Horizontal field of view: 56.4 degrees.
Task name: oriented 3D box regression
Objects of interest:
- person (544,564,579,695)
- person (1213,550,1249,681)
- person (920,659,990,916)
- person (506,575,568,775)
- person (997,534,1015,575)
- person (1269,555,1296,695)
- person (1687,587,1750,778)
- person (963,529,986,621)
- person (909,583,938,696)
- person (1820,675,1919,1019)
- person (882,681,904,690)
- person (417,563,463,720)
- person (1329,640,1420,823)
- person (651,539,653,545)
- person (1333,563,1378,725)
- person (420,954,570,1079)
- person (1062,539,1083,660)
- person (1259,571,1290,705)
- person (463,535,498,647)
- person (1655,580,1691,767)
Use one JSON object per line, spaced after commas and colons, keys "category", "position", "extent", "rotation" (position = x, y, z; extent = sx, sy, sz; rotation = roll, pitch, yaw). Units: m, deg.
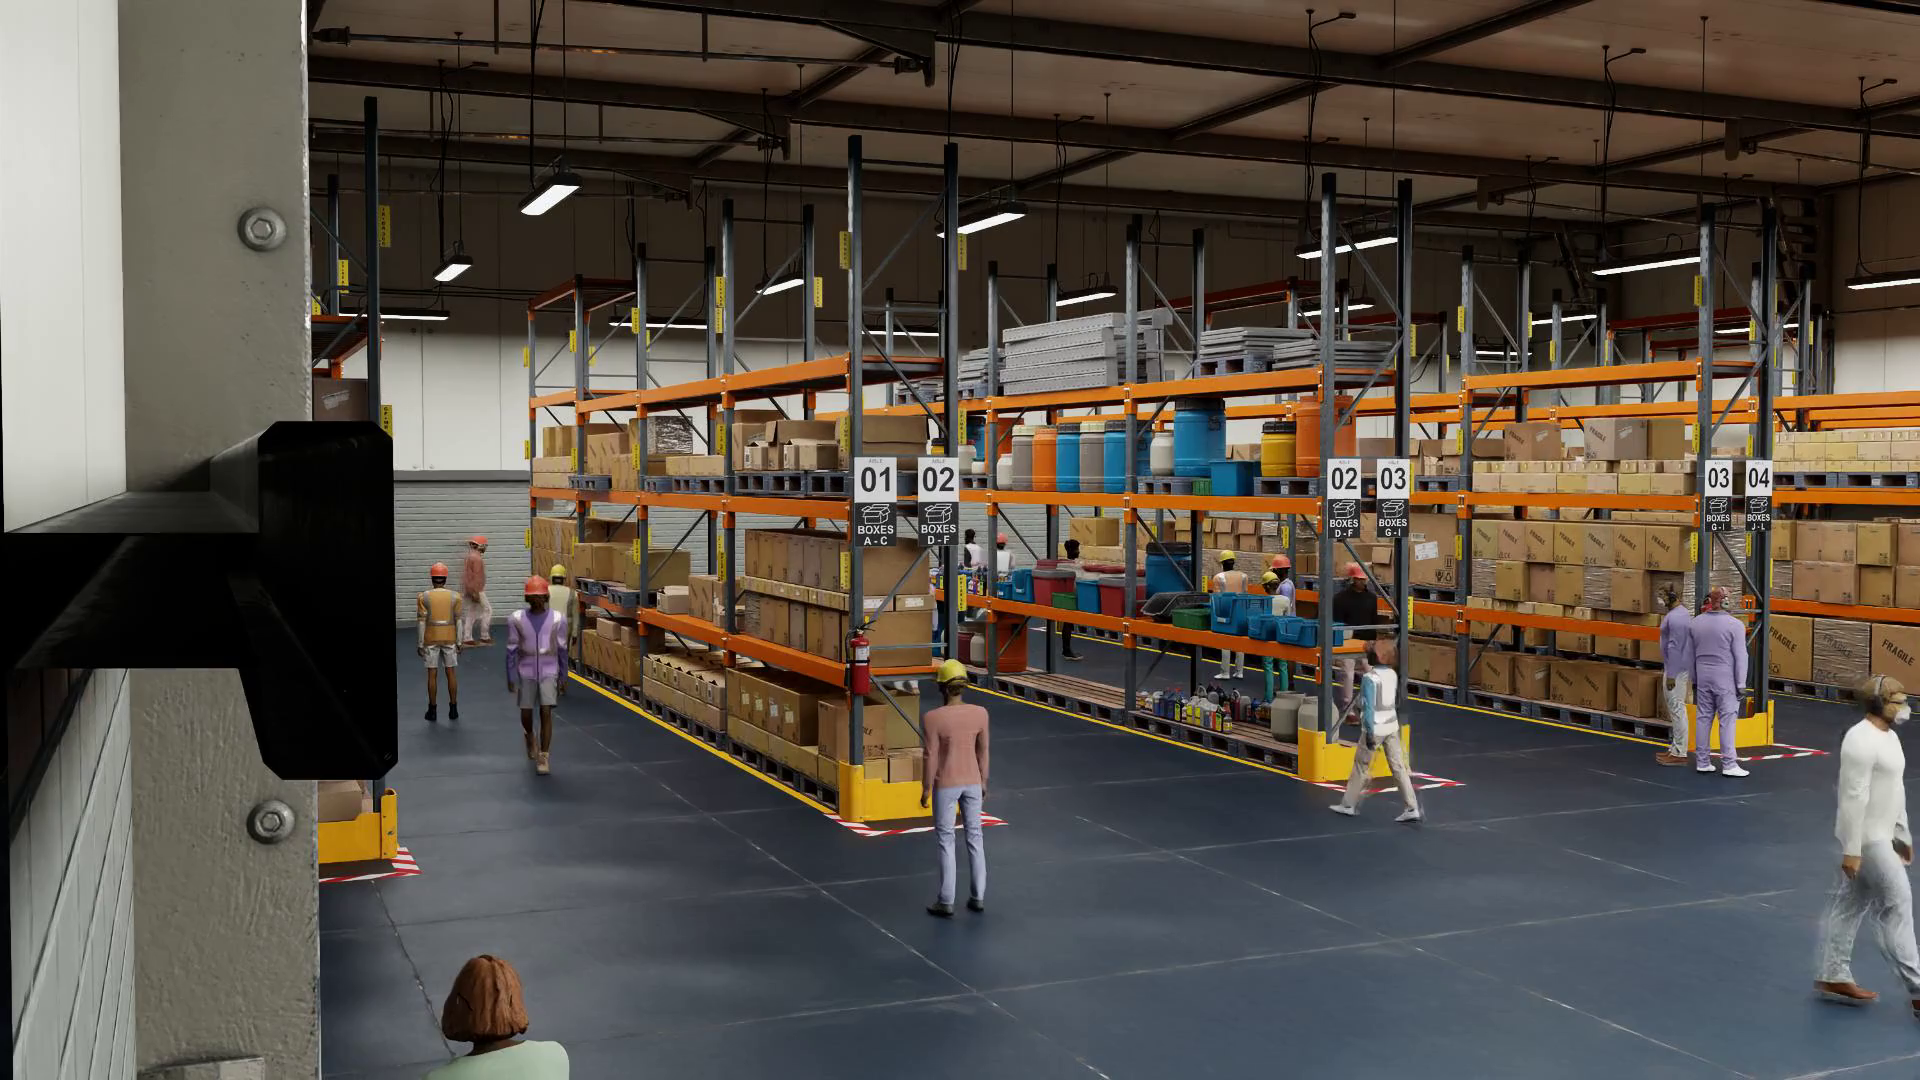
{"category": "person", "position": [-5.494, 1.229, 24.456], "extent": [0.599, 1.808, 0.695], "rotation": [-1, 2, -20]}
{"category": "person", "position": [3.962, 1.101, 26.375], "extent": [0.585, 1.922, 0.378], "rotation": [-1, 2, -24]}
{"category": "person", "position": [-0.039, 1.712, 12.456], "extent": [0.532, 1.765, 0.330], "rotation": [-1, 2, -29]}
{"category": "person", "position": [-4.340, 1.361, 18.419], "extent": [0.613, 2.023, 0.790], "rotation": [0, 2, -11]}
{"category": "person", "position": [0.782, 0.826, 34.097], "extent": [0.561, 1.879, 1.017], "rotation": [-1, 2, -17]}
{"category": "person", "position": [4.415, 1.171, 24.547], "extent": [0.383, 1.930, 0.540], "rotation": [0, 2, 11]}
{"category": "person", "position": [7.690, 1.426, 18.124], "extent": [0.399, 1.905, 0.643], "rotation": [-1, 3, -31]}
{"category": "person", "position": [0.241, 0.717, 36.641], "extent": [0.530, 1.902, 0.622], "rotation": [1, 2, 19]}
{"category": "person", "position": [-0.630, 1.212, 24.805], "extent": [0.630, 1.825, 0.747], "rotation": [-1, 2, -18]}
{"category": "person", "position": [5.330, 1.728, 10.143], "extent": [0.900, 1.906, 0.655], "rotation": [2, 3, 37]}
{"category": "person", "position": [-0.919, 1.305, 22.747], "extent": [0.590, 1.793, 0.875], "rotation": [-1, 2, -14]}
{"category": "person", "position": [-6.469, 1.251, 22.260], "extent": [0.551, 1.934, 0.373], "rotation": [-1, 2, -26]}
{"category": "person", "position": [3.683, 1.671, 15.741], "extent": [0.532, 1.590, 0.881], "rotation": [-2, 3, -42]}
{"category": "person", "position": [-5.278, 0.924, 30.302], "extent": [0.635, 1.971, 0.433], "rotation": [-1, 3, -31]}
{"category": "person", "position": [4.779, 1.258, 21.647], "extent": [0.625, 1.976, 0.497], "rotation": [0, 2, -12]}
{"category": "person", "position": [-1.387, 2.049, 5.323], "extent": [0.498, 1.634, 0.278], "rotation": [-2, 3, -41]}
{"category": "person", "position": [1.814, 0.965, 29.329], "extent": [0.368, 1.966, 0.602], "rotation": [0, 2, -1]}
{"category": "person", "position": [4.075, 1.293, 23.405], "extent": [0.524, 1.765, 0.324], "rotation": [-1, 2, -25]}
{"category": "person", "position": [-8.348, 0.894, 31.233], "extent": [0.740, 1.957, 0.633], "rotation": [-1, 2, -28]}
{"category": "person", "position": [7.495, 1.391, 18.788], "extent": [0.367, 1.932, 0.626], "rotation": [1, 2, 24]}
